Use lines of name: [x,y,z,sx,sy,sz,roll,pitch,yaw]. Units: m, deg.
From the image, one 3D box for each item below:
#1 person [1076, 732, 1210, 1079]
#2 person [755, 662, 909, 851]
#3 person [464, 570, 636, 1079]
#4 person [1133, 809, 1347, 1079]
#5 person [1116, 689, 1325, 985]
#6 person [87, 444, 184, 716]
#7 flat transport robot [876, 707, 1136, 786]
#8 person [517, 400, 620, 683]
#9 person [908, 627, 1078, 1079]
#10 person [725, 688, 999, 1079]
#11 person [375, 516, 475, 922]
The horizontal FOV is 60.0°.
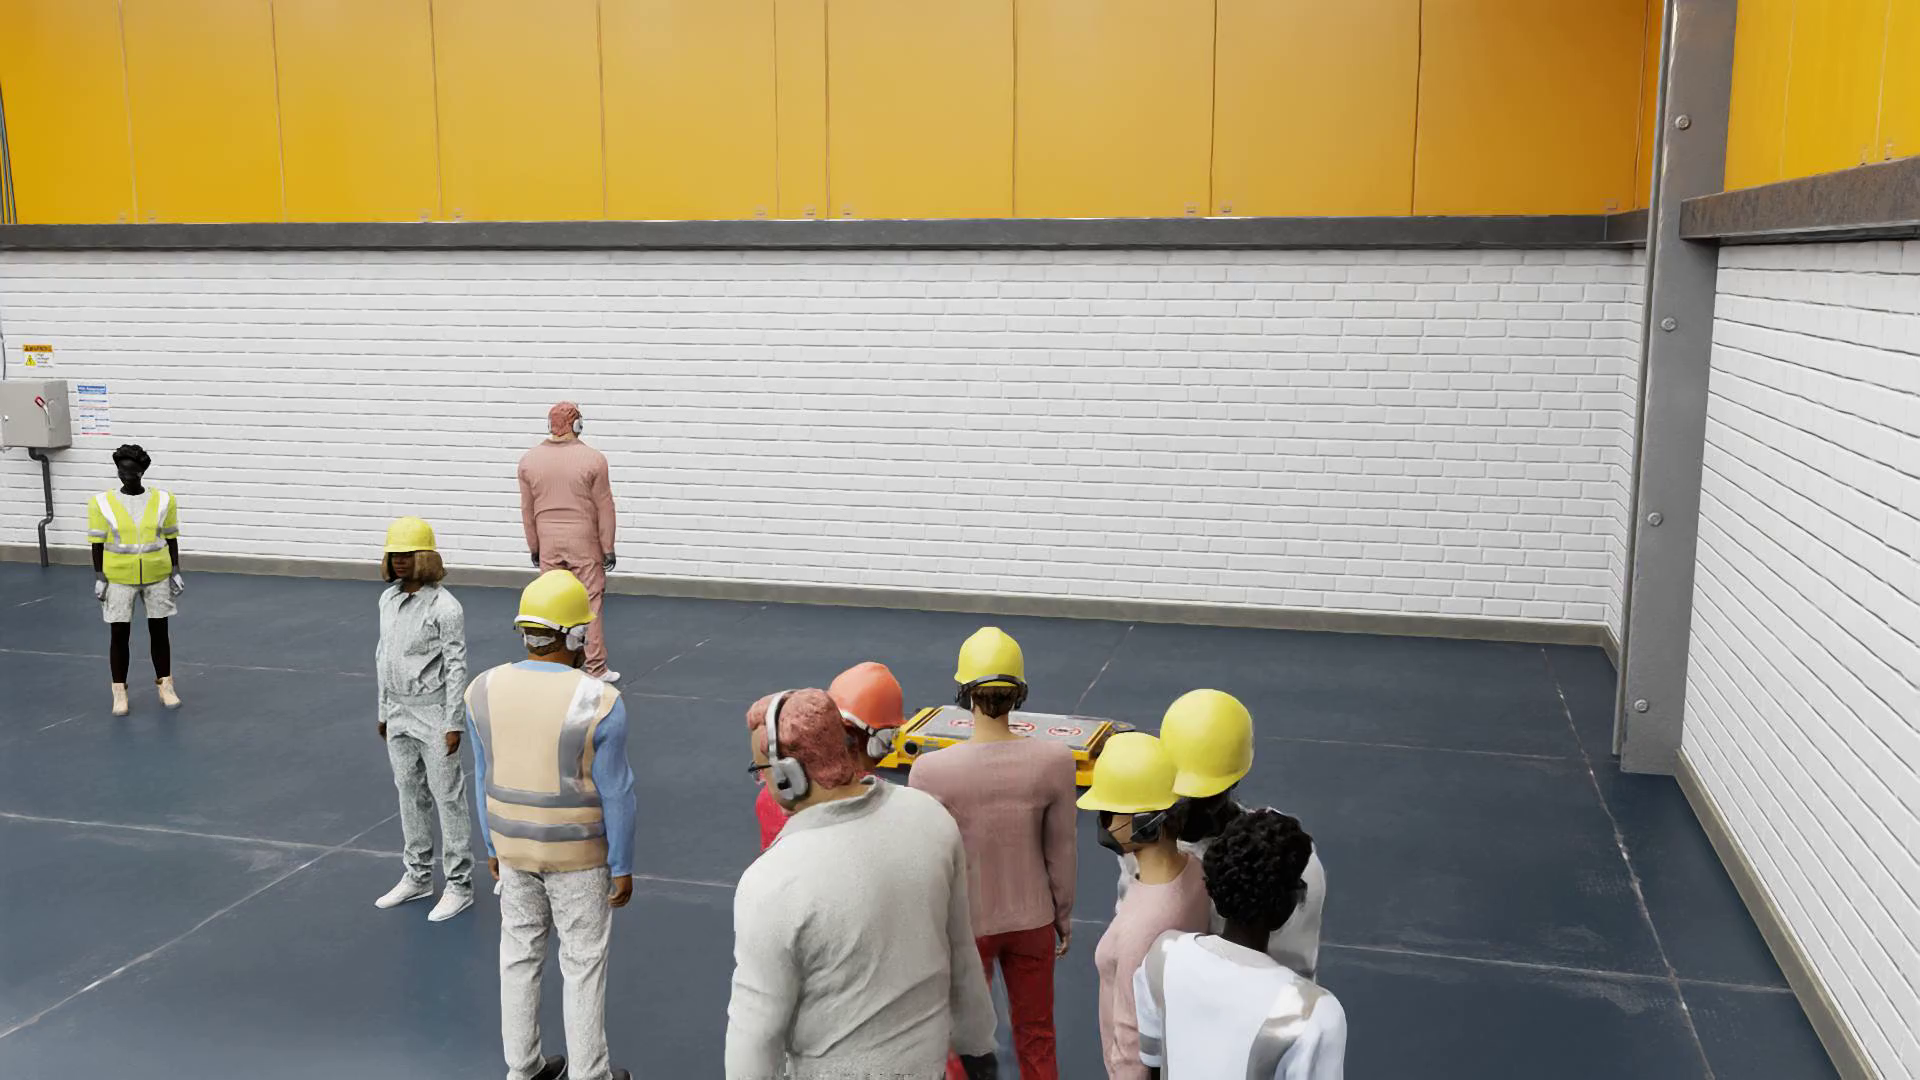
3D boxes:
person: [0.435,1.307,3.913,0.338,1.761,0.525,4,10,21]
person: [-0.283,1.196,4.624,0.573,1.738,0.351,4,10,22]
person: [-1.328,1.005,5.513,0.586,1.824,0.404,3,10,17]
person: [0.590,1.402,3.560,0.319,1.687,0.539,-9,13,-42]
person: [0.597,1.236,4.062,0.588,1.844,1.001,6,11,32]
person: [-5.133,0.239,10.384,0.529,1.694,0.321,-7,12,-35]
flat transport robot: [0.230,1.133,9.305,1.431,0.197,0.652,3,10,17]
person: [-2.563,0.029,10.995,0.642,1.909,0.410,2,10,10]
person: [0.089,1.130,4.925,0.533,1.767,0.326,-3,10,-19]
person: [-0.257,1.255,3.892,0.582,1.863,0.724,8,12,39]
person: [-2.327,0.761,7.158,0.493,1.746,0.283,6,11,30]
